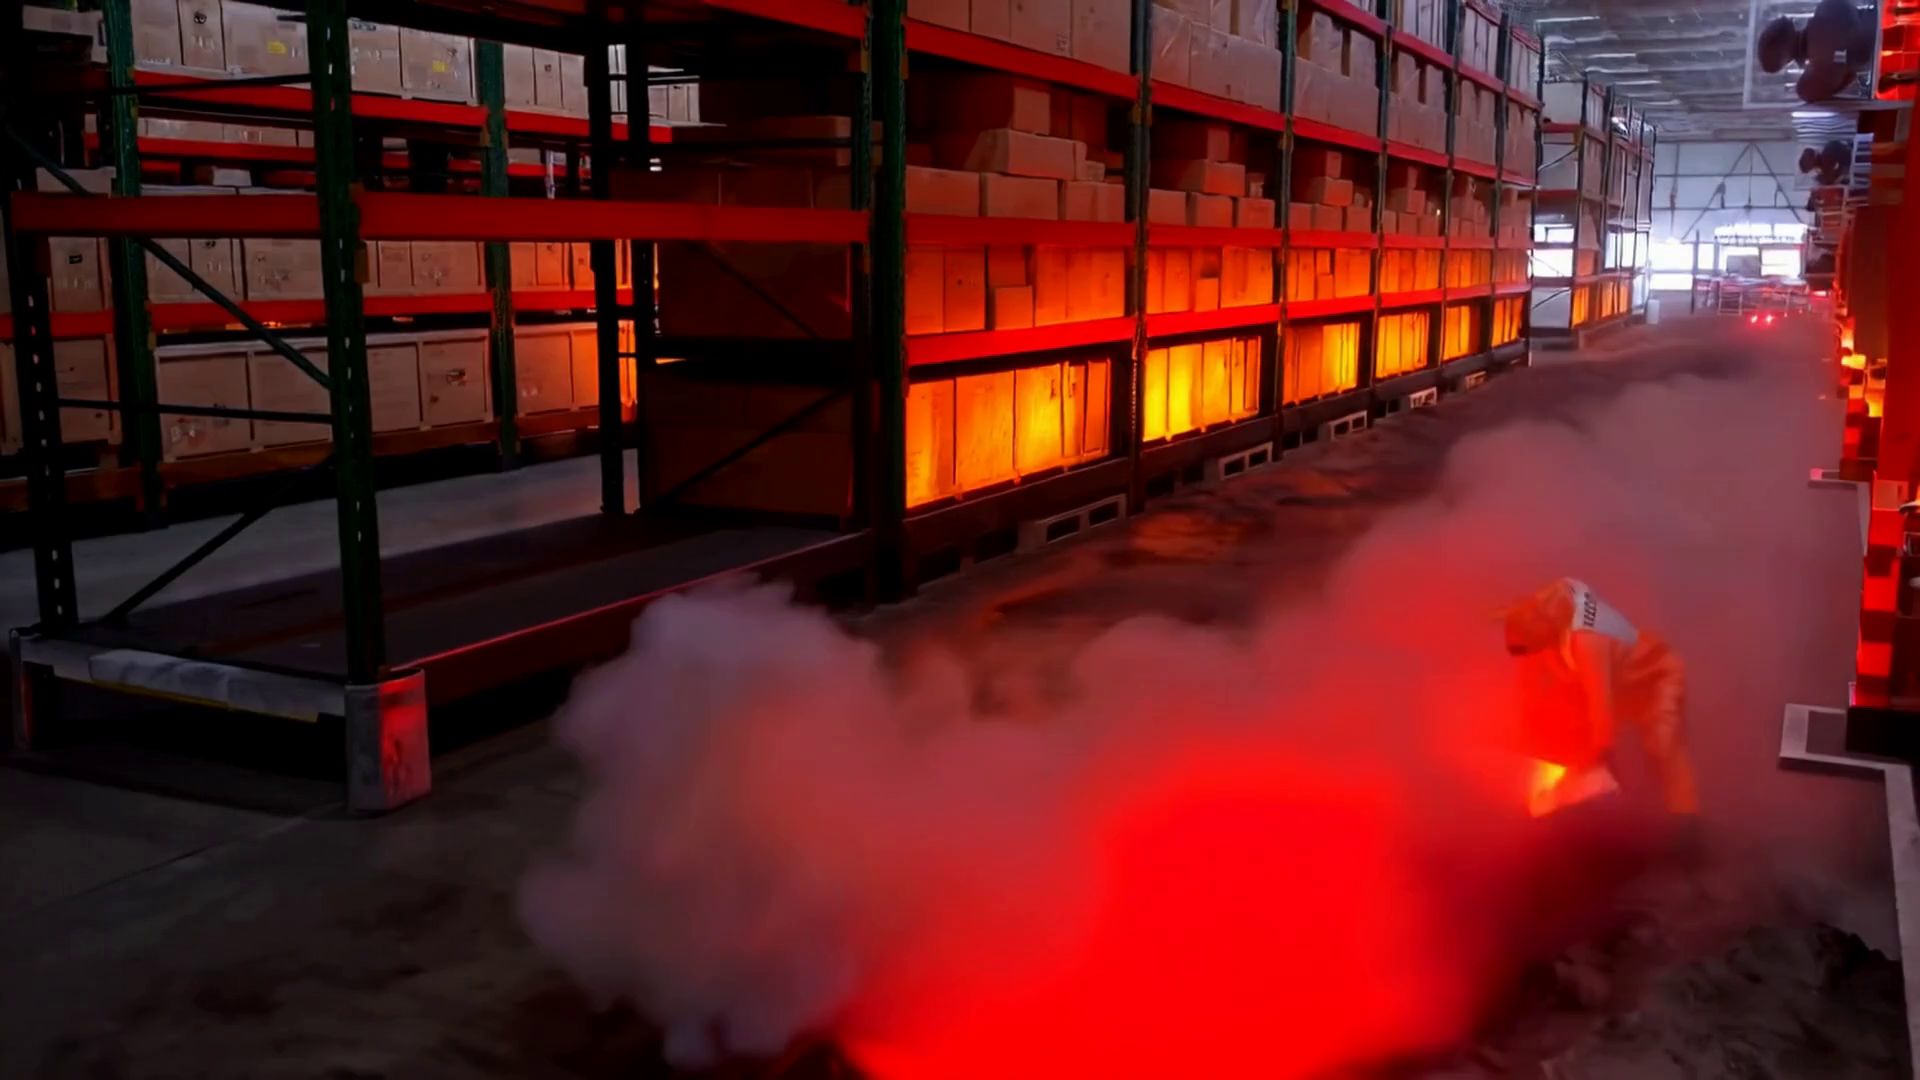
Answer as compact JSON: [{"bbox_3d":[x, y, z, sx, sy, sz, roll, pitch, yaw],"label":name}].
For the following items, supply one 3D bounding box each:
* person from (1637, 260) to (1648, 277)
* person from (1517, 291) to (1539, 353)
[{"bbox_3d":[33.479,-12.873,81.641,0.557,1.919,0.452,2,10,9],"label":"person"},{"bbox_3d":[12.171,-5.040,36.486,1.029,1.875,0.602,5,11,28],"label":"person"}]
